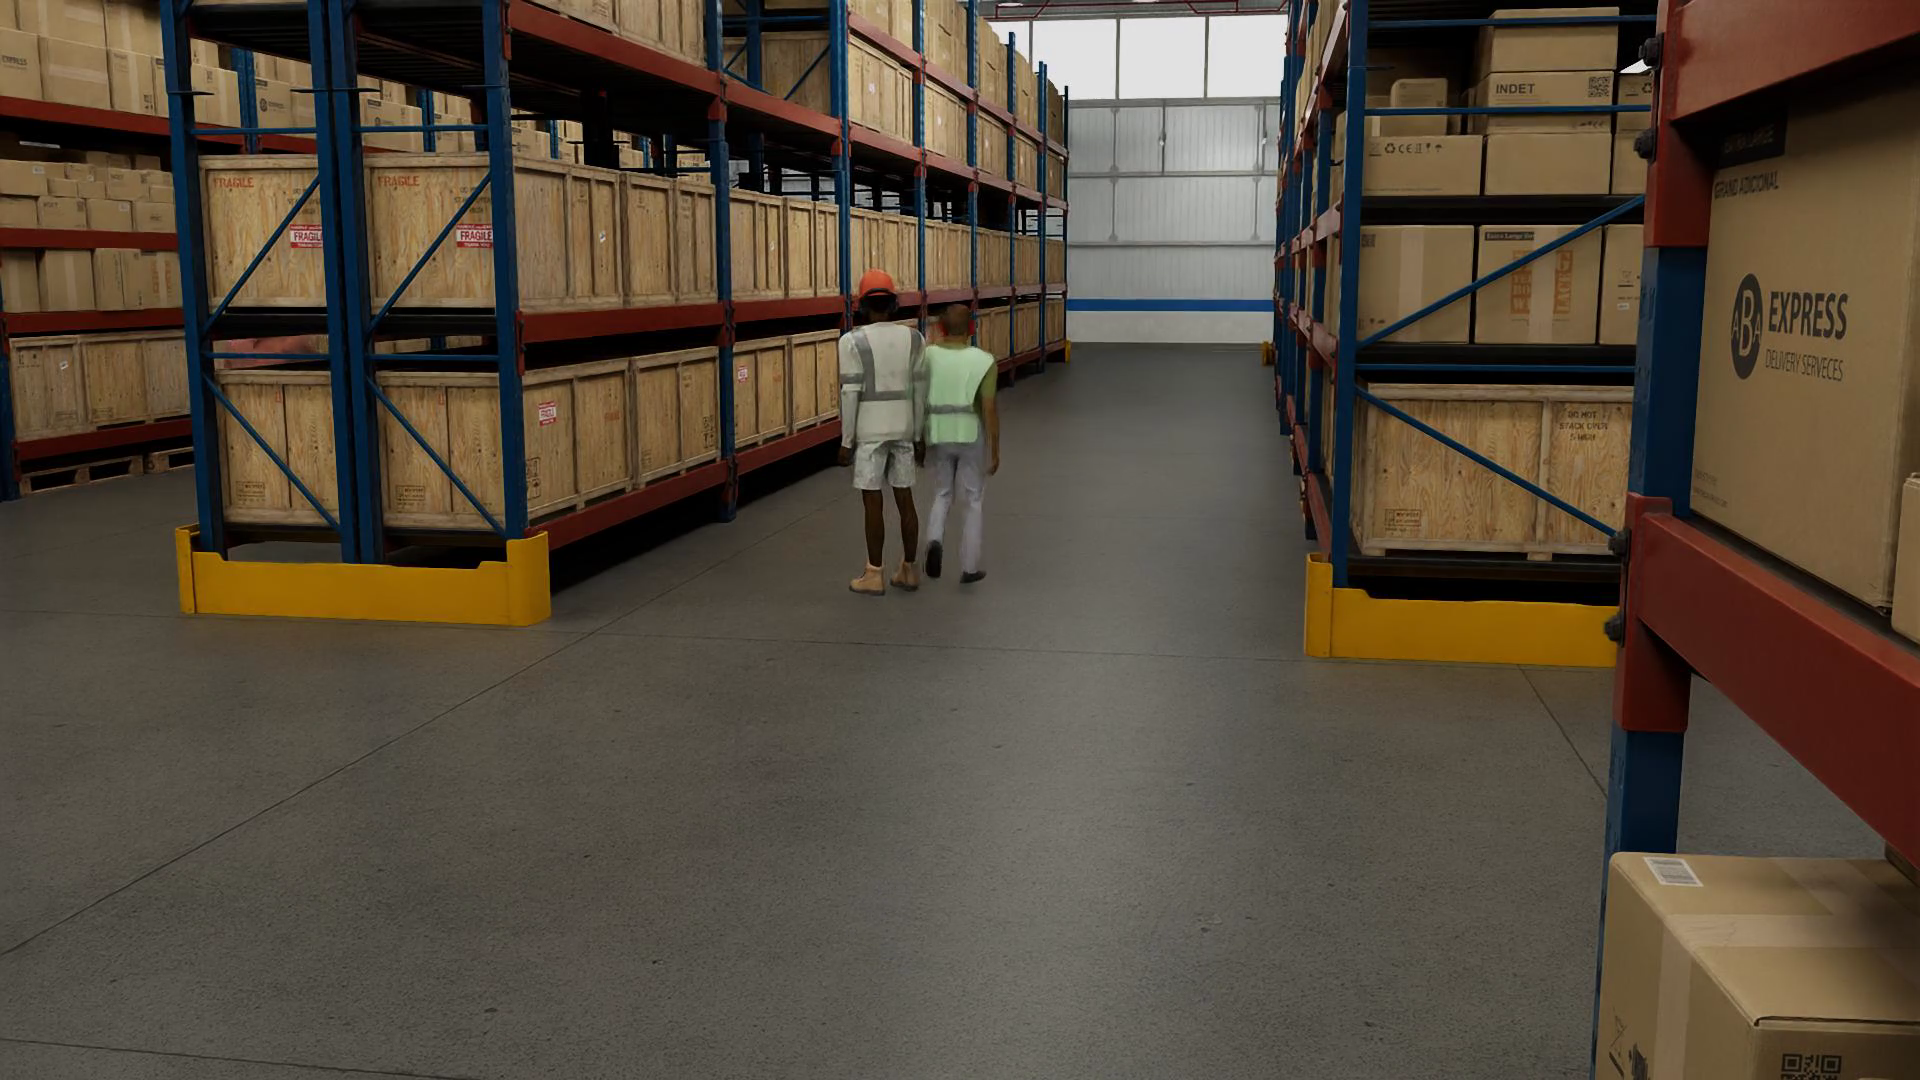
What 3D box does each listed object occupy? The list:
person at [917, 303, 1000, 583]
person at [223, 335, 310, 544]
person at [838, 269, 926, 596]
[{"bbox_3d":[-0.028,-0.610,10.730,0.586,1.824,0.493,3,10,15],"label":"person"},{"bbox_3d":[-5.218,-0.937,12.570,0.649,1.889,0.616,0,9,2],"label":"person"},{"bbox_3d":[-0.502,-0.669,10.439,0.609,2.040,0.394,-6,11,-32],"label":"person"}]
